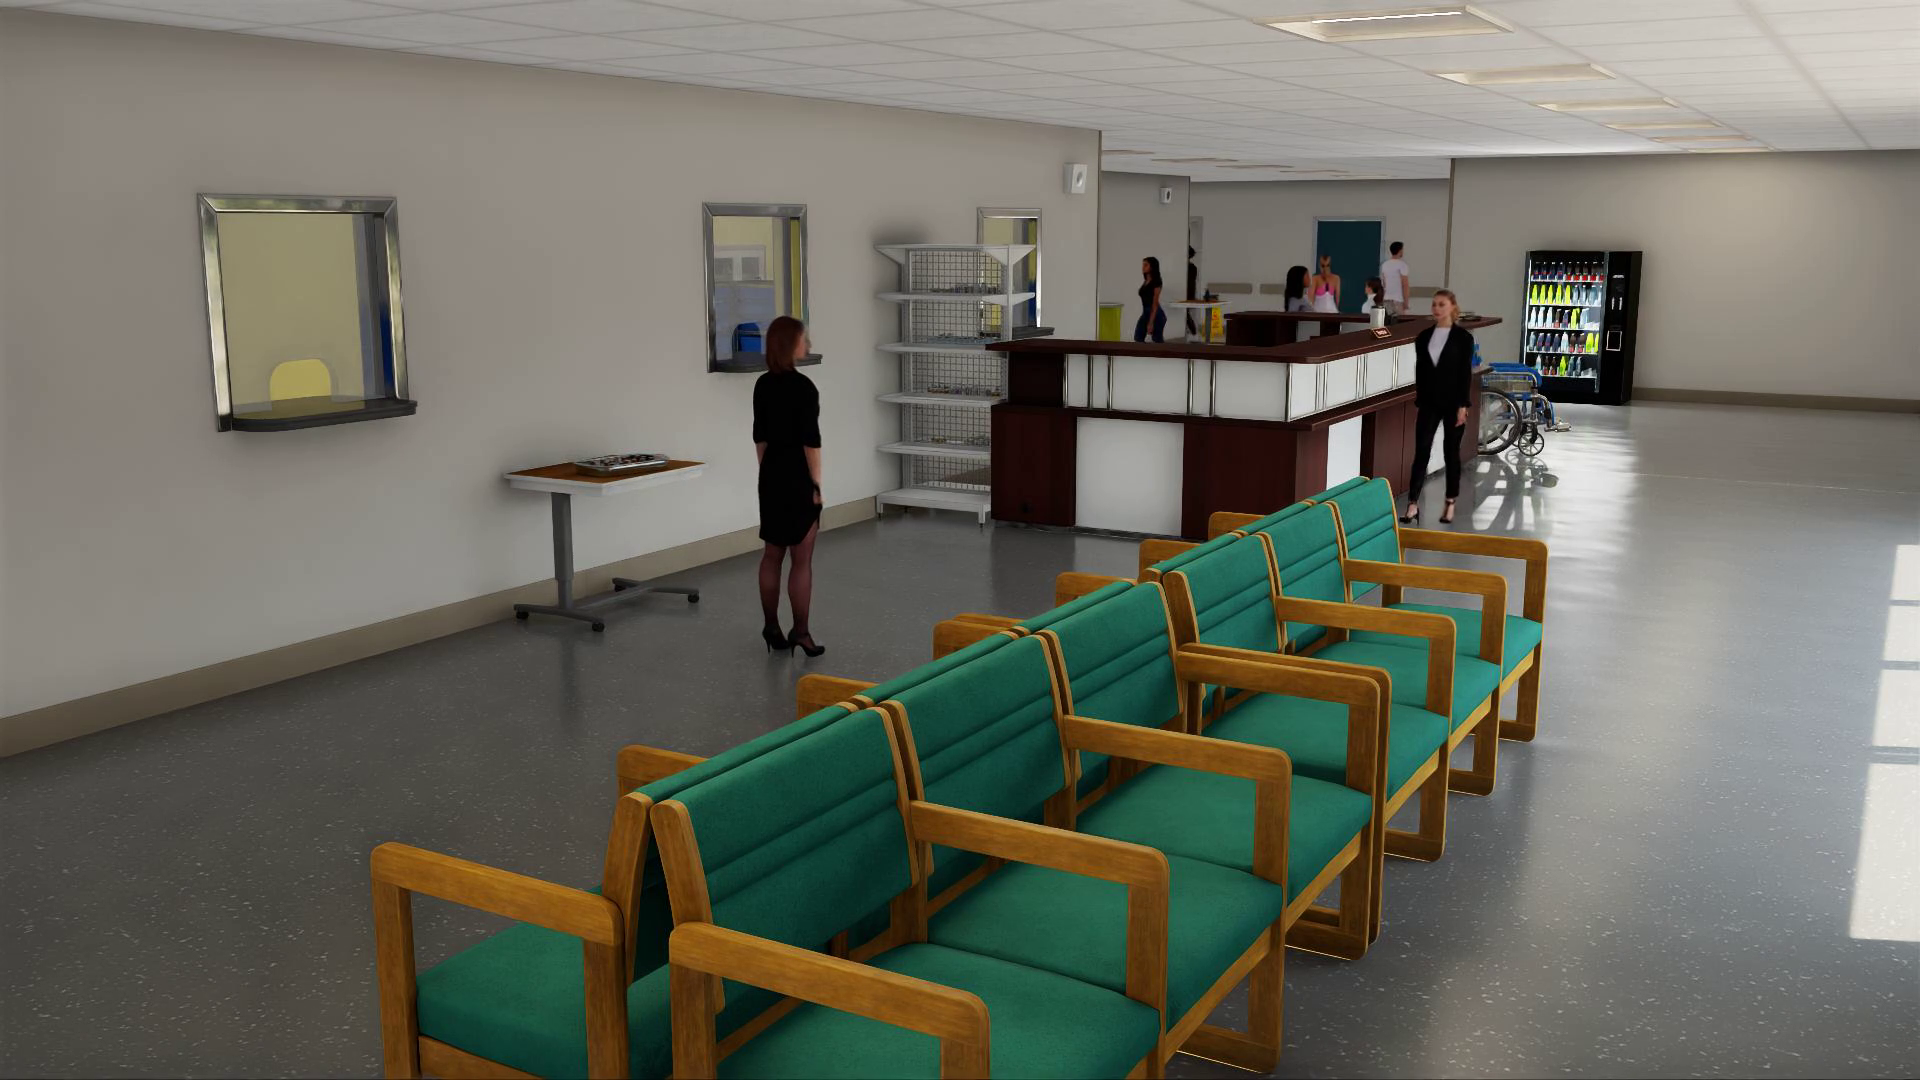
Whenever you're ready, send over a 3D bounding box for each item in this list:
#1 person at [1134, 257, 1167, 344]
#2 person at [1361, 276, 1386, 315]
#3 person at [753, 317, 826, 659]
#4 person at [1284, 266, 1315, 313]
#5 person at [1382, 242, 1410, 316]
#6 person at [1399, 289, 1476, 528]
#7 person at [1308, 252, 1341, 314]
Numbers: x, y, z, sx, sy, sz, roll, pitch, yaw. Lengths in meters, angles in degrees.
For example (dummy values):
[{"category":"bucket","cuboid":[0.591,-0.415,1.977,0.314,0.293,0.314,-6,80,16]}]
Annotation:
[{"category":"person","cuboid":[2.638,-2.878,22.084,0.909,1.715,0.907,-5,12,-26]},{"category":"person","cuboid":[4.869,-2.293,19.499,0.772,1.529,1.107,-9,14,-40]},{"category":"person","cuboid":[-0.862,-0.266,8.350,0.505,1.703,0.685,9,14,40]},{"category":"person","cuboid":[3.406,-1.966,17.296,1.192,1.708,0.818,3,11,15]},{"category":"person","cuboid":[6.864,-3.763,26.290,0.826,1.887,0.701,-6,12,-30]},{"category":"person","cuboid":[3.475,-0.911,11.833,0.949,1.672,0.760,8,13,35]},{"category":"person","cuboid":[4.917,-2.931,22.275,1.174,1.749,1.065,0,11,-1]}]
